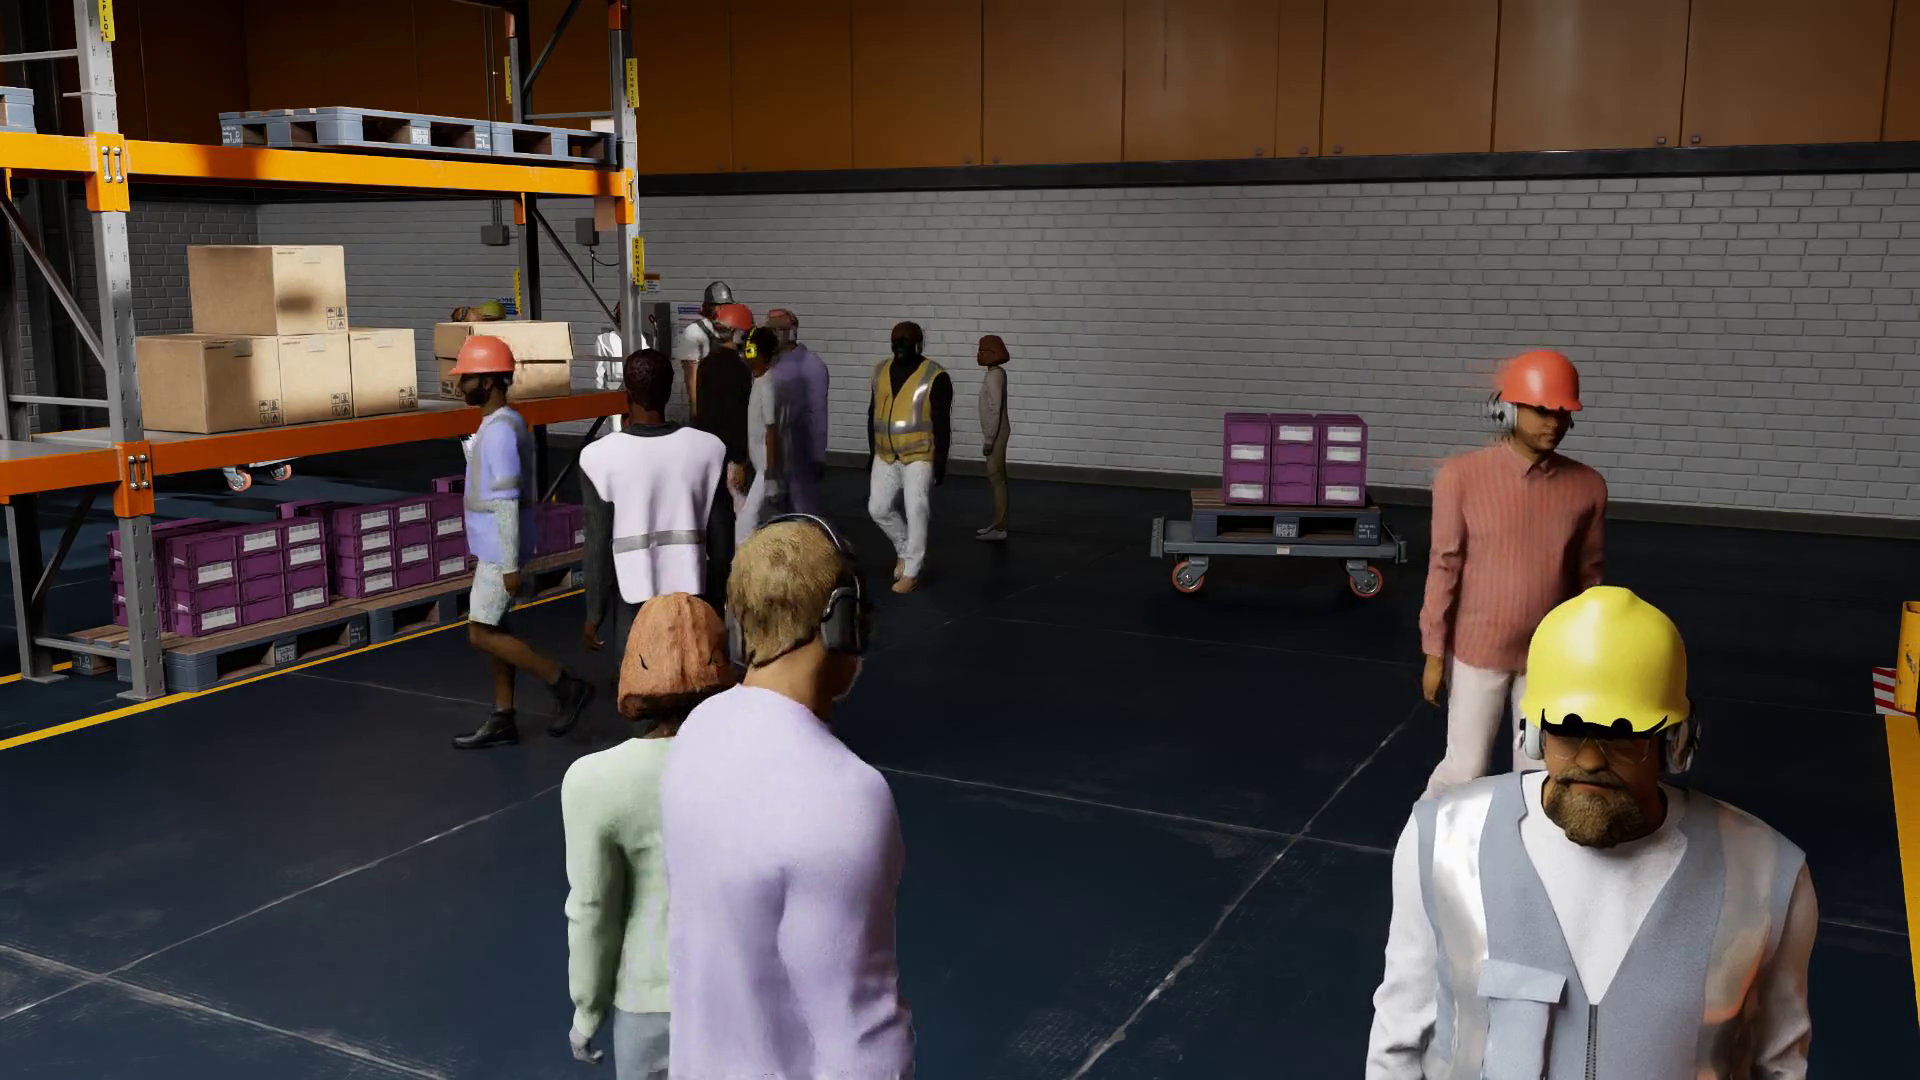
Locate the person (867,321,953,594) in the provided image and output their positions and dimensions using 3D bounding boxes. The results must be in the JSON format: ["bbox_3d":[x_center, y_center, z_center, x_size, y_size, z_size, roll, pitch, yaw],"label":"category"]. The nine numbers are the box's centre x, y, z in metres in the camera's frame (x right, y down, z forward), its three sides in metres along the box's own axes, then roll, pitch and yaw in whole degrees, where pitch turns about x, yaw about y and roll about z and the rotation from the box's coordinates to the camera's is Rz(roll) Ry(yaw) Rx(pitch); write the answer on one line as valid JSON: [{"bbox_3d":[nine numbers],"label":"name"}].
[{"bbox_3d":[-0.349,-0.561,11.216,0.658,1.830,0.435,6,11,29],"label":"person"}]

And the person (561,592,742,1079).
[{"bbox_3d":[-0.528,0.906,3.305,0.499,1.633,0.278,-4,11,-22],"label":"person"}]

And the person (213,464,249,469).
[{"bbox_3d":[-7.803,-1.719,17.599,0.395,1.943,0.617,5,11,25],"label":"person"}]

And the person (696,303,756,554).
[{"bbox_3d":[-1.647,-0.565,10.903,0.899,1.956,0.641,-8,12,-38],"label":"person"}]

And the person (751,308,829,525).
[{"bbox_3d":[-1.193,-0.628,11.400,0.688,1.906,0.402,7,12,34],"label":"person"}]

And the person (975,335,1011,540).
[{"bbox_3d":[0.262,-0.813,13.256,0.279,1.634,0.497,1,10,6],"label":"person"}]

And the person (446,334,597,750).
[{"bbox_3d":[-2.037,0.025,7.579,0.569,1.921,0.550,-2,10,-10],"label":"person"}]

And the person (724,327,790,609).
[{"bbox_3d":[-1.280,-0.438,10.579,0.706,1.829,0.567,-1,10,-7],"label":"person"}]

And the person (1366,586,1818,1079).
[{"bbox_3d":[0.886,0.963,2.403,0.603,1.830,0.404,3,10,19],"label":"person"}]

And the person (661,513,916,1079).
[{"bbox_3d":[-0.321,0.916,2.493,0.822,1.892,0.689,-4,11,-23],"label":"person"}]

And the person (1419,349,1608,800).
[{"bbox_3d":[1.818,0.344,5.567,0.632,1.976,0.696,-1,10,-4],"label":"person"}]

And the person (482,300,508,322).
[{"bbox_3d":[-4.532,-1.430,16.296,0.593,1.814,0.474,2,10,10],"label":"person"}]

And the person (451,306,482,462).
[{"bbox_3d":[-4.031,-1.003,13.756,0.430,1.845,0.623,0,10,-2],"label":"person"}]

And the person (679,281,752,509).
[{"bbox_3d":[-2.073,-1.243,14.569,0.539,2.000,0.689,9,13,41],"label":"person"}]

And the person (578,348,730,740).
[{"bbox_3d":[-1.162,0.227,6.415,0.588,1.920,0.398,-5,11,-27],"label":"person"}]

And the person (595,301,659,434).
[{"bbox_3d":[-2.948,-1.205,14.805,0.575,1.884,0.355,-4,10,-20],"label":"person"}]
